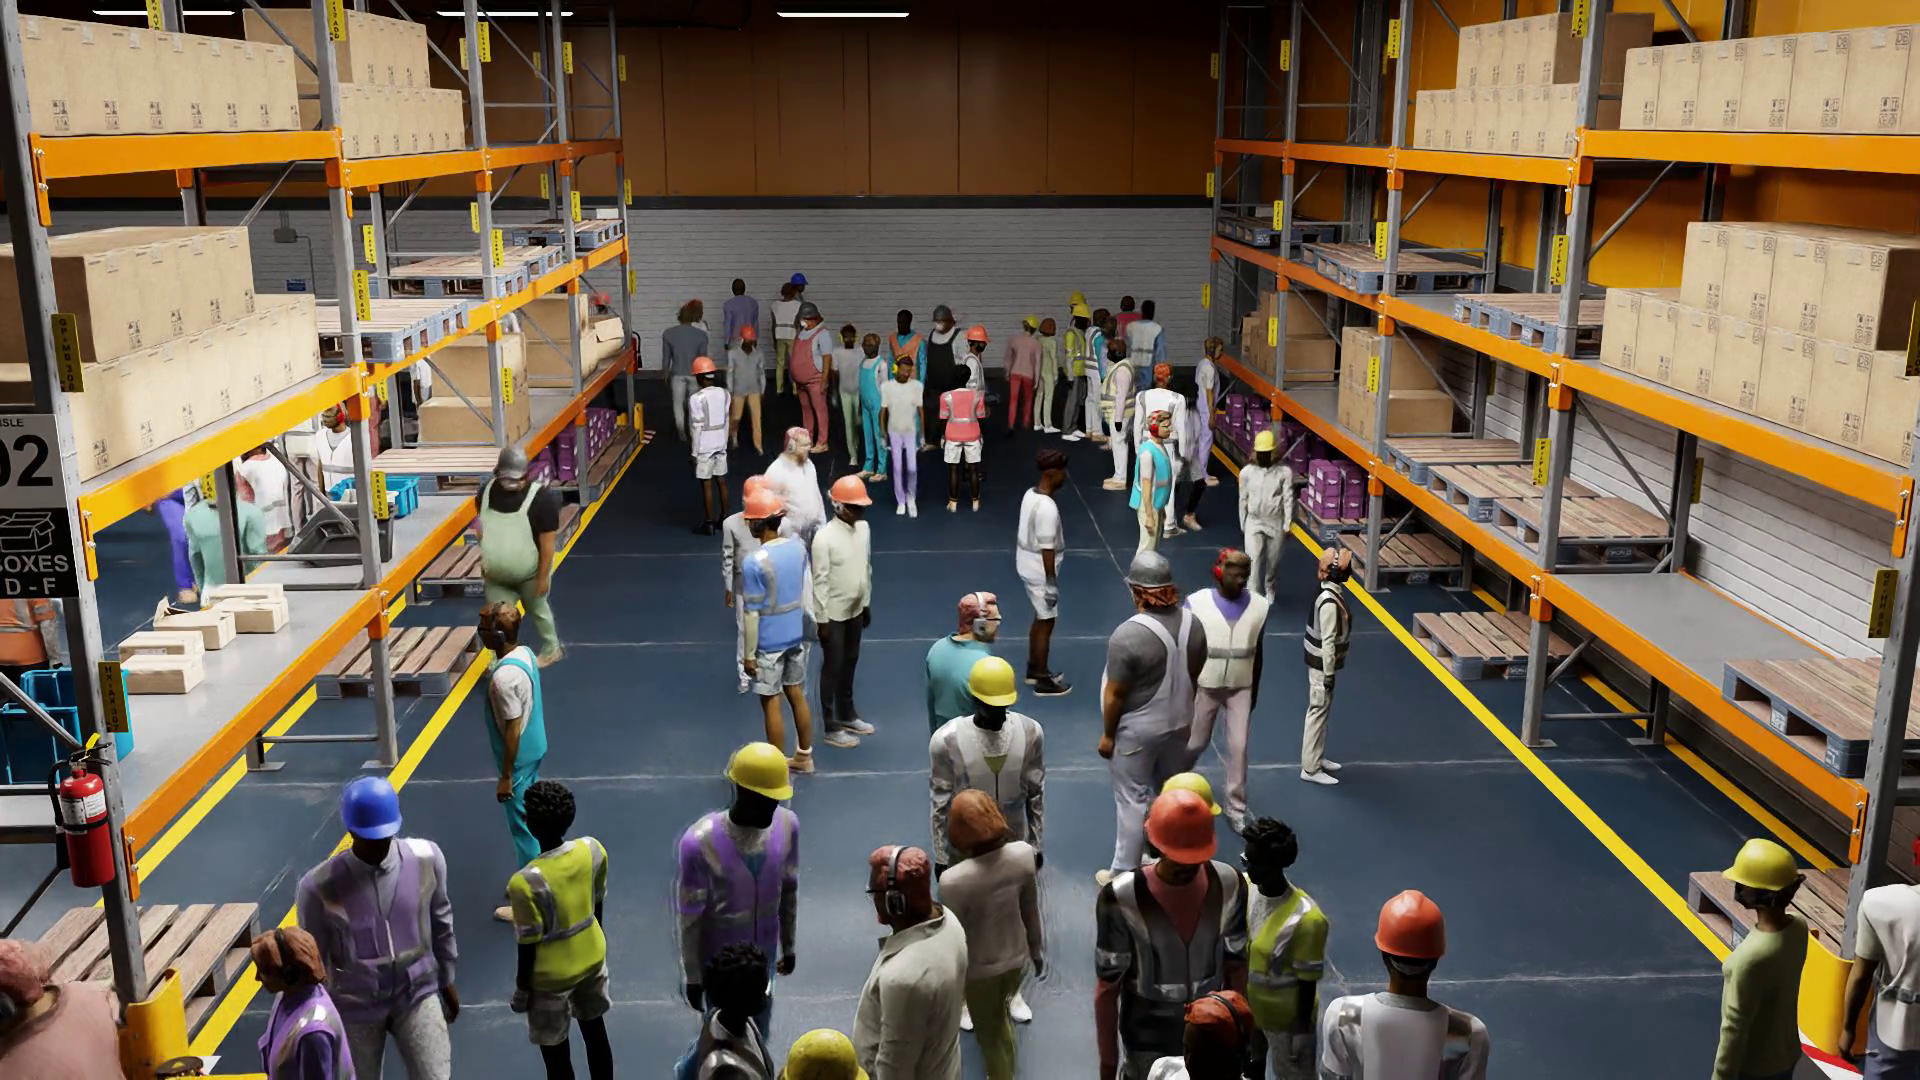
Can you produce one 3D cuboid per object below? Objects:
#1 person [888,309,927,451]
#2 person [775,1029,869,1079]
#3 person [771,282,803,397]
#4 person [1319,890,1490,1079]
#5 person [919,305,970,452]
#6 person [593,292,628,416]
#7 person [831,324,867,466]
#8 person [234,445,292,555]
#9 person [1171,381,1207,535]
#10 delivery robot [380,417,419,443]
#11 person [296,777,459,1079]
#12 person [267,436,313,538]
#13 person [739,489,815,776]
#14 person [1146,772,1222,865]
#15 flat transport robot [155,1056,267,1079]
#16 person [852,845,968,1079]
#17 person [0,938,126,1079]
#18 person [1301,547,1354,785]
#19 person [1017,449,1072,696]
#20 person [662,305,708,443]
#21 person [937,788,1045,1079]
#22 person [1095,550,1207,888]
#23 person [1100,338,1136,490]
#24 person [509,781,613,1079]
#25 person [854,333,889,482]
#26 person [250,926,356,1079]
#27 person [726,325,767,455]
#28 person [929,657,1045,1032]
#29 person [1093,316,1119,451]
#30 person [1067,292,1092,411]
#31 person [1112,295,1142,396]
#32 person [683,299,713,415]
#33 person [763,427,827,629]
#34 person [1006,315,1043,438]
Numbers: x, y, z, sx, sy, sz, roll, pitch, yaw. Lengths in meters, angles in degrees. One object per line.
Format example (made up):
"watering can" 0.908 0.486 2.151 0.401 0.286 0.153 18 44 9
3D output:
"person" -0.707 -2.145 22.385 0.590 1.920 0.398 10 17 34
"person" -0.434 2.324 5.210 0.320 1.738 0.483 3 15 13
"person" -2.765 -3.211 26.745 0.564 1.834 0.409 5 15 19
"person" 1.487 2.111 5.665 0.543 1.929 0.386 5 15 20
"person" -0.147 -2.257 22.580 0.693 2.000 1.010 8 16 30
"person" -5.366 -2.710 24.655 0.944 1.901 0.538 -13 19 -41
"person" -1.402 -1.927 21.689 0.570 1.836 0.766 -2 14 -7
"person" -5.946 -0.063 14.237 0.405 1.909 0.597 2 14 10
"person" 2.428 -0.871 17.851 0.530 1.679 0.453 -12 18 -39
"delivery robot" -7.549 -1.490 22.343 0.707 0.478 0.477 -13 19 -41
"person" -2.268 1.868 6.612 0.634 1.919 0.765 -9 17 -32
"person" -7.129 -0.961 17.820 0.575 1.880 0.359 -8 16 -28
"person" -1.266 0.655 11.174 0.426 2.032 0.608 9 17 32
"person" 0.940 1.823 7.172 0.318 1.742 0.487 5 15 19
"flat transport robot" -3.256 2.619 6.966 0.652 0.197 1.431 -1 14 -4
"person" -0.191 2.016 6.106 0.401 1.894 0.658 3 15 12
"person" -3.007 2.166 5.534 0.507 1.879 0.686 -2 14 -7
"person" 2.479 0.840 11.245 0.314 1.629 0.509 3 15 11
"person" 0.649 0.249 12.928 0.405 1.959 0.647 -3 15 -11
"person" -3.764 -2.263 22.858 0.643 1.917 0.772 -2 14 -7
"person" 0.098 1.847 7.302 0.521 1.607 0.544 -10 18 -35
"person" 1.060 1.038 9.642 0.681 2.000 0.536 -11 18 -37
"person" 1.907 -1.523 20.123 0.429 1.837 0.630 2 14 7
"person" -1.720 1.842 7.172 0.321 1.697 0.529 9 17 30
"person" -1.085 -1.641 20.549 0.345 1.847 0.508 -12 19 -40
"person" -2.354 2.157 6.068 0.321 1.631 0.527 -8 17 -30
"person" -2.865 -2.029 22.291 0.580 1.731 0.708 -5 15 -20
"person" 0.145 1.479 8.160 0.587 1.920 0.397 -4 15 -17
"person" 2.013 -2.106 22.398 0.400 1.831 0.550 -5 15 -18
"person" 1.814 -2.889 25.495 0.403 1.825 0.593 -2 14 -8
"person" 2.485 -2.733 24.878 0.632 1.835 0.431 -3 15 -11
"person" -3.838 -2.558 24.100 0.554 1.869 0.581 10 17 33
"person" -1.359 -0.052 14.298 1.026 1.849 0.664 7 16 25
"person" 0.881 -2.315 23.470 0.545 1.717 0.899 3 15 12
